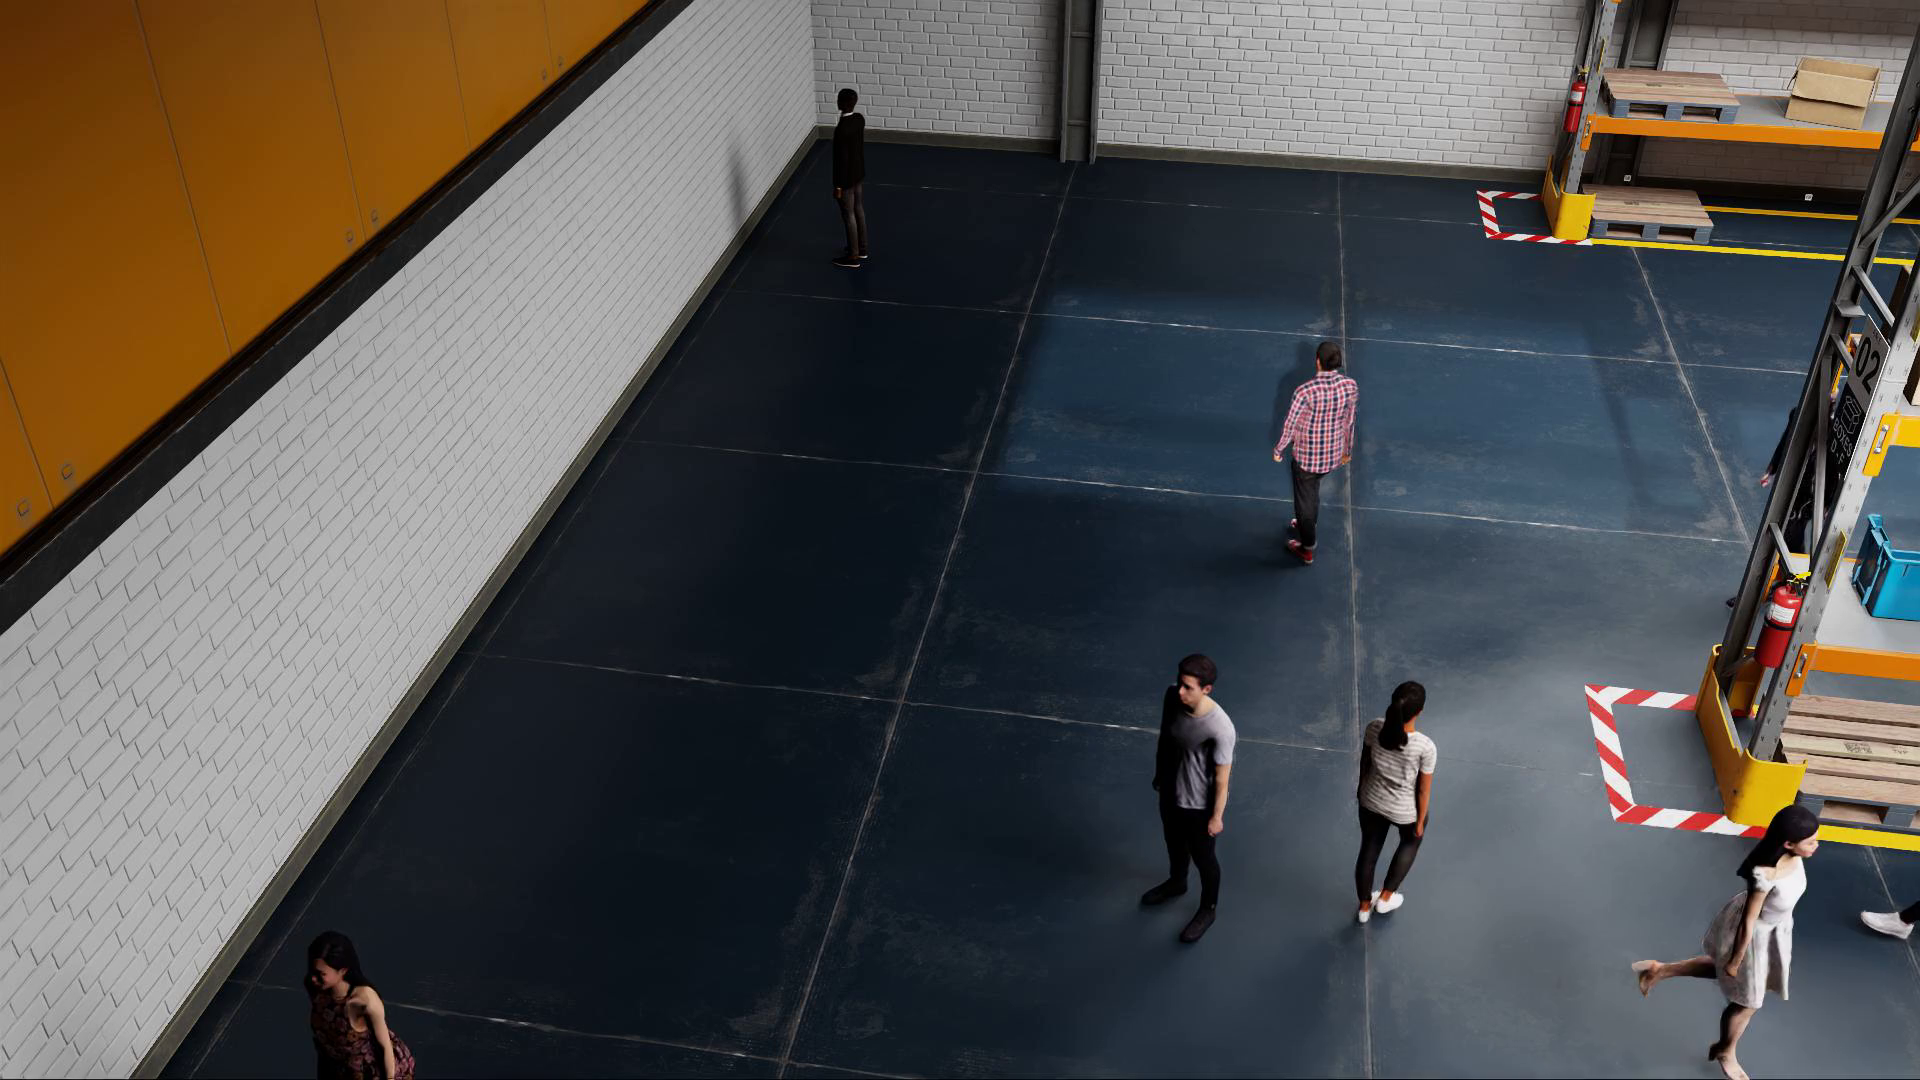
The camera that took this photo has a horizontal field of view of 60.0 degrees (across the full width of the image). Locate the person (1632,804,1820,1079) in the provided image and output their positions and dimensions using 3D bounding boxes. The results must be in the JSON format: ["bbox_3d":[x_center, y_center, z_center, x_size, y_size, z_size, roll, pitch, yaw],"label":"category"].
[{"bbox_3d":[3.806,1.960,8.214,1.065,1.755,0.925,29,43,36],"label":"person"}]

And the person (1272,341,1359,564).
[{"bbox_3d":[2.618,-0.601,12.077,0.881,1.744,0.943,-15,37,-22],"label":"person"}]

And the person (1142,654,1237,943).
[{"bbox_3d":[1.273,1.365,9.018,0.812,1.857,0.752,-21,39,-28],"label":"person"}]

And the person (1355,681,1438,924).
[{"bbox_3d":[2.309,1.484,9.038,0.653,1.637,0.743,23,40,30],"label":"person"}]

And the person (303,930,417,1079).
[{"bbox_3d":[-2.703,2.415,7.513,0.682,1.773,0.793,16,37,22],"label":"person"}]

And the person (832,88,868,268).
[{"bbox_3d":[-1.095,-3.614,16.560,0.626,1.800,0.697,12,36,18],"label":"person"}]

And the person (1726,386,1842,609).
[{"bbox_3d":[5.948,-0.318,11.598,1.012,1.803,0.914,-6,34,-9],"label":"person"}]
